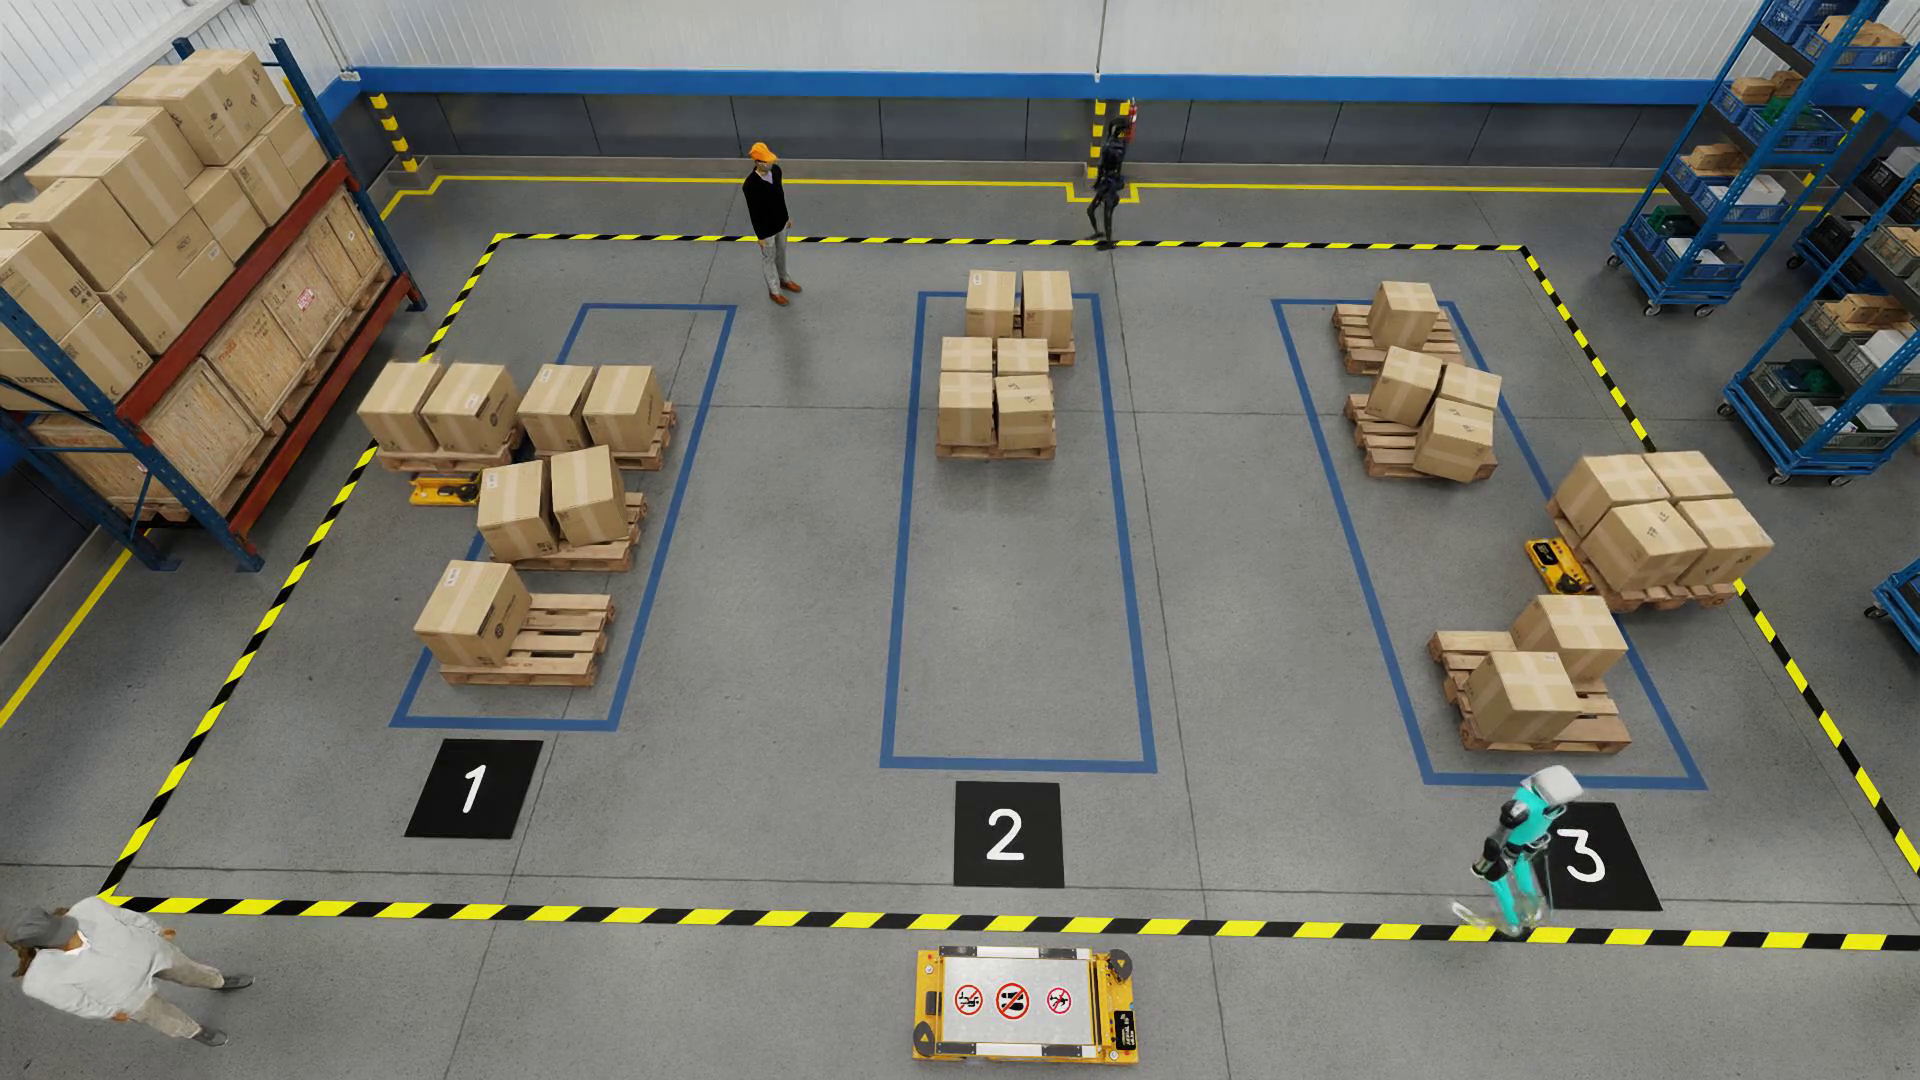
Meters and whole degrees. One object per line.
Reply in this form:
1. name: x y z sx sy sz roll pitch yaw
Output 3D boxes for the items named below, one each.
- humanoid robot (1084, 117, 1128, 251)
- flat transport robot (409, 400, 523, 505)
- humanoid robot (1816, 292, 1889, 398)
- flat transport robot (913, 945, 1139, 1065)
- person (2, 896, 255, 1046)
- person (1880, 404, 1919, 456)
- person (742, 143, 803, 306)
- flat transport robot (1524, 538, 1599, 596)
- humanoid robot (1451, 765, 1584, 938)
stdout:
1. humanoid robot: 1.768 -4.244 11.037 0.458 1.652 0.600 -8 51 -6
2. flat transport robot: -4.966 -0.942 9.236 0.652 0.197 1.431 1 51 1
3. humanoid robot: 9.226 -2.094 9.293 0.605 1.646 0.584 -12 52 -10
4. flat transport robot: 0.422 3.041 6.007 1.431 0.231 0.659 1 51 1
5. person: -4.928 2.558 5.435 0.402 1.764 0.561 2 51 1
6. person: 9.701 -1.621 8.831 0.634 1.779 0.972 3 51 2
7. person: -2.120 -3.558 10.345 0.362 1.884 0.586 23 54 17
8. flat transport robot: 5.990 0.201 8.304 1.431 0.197 0.652 -4 51 -3
9. humanoid robot: 3.598 2.133 5.809 0.550 1.772 0.808 -22 54 -17
